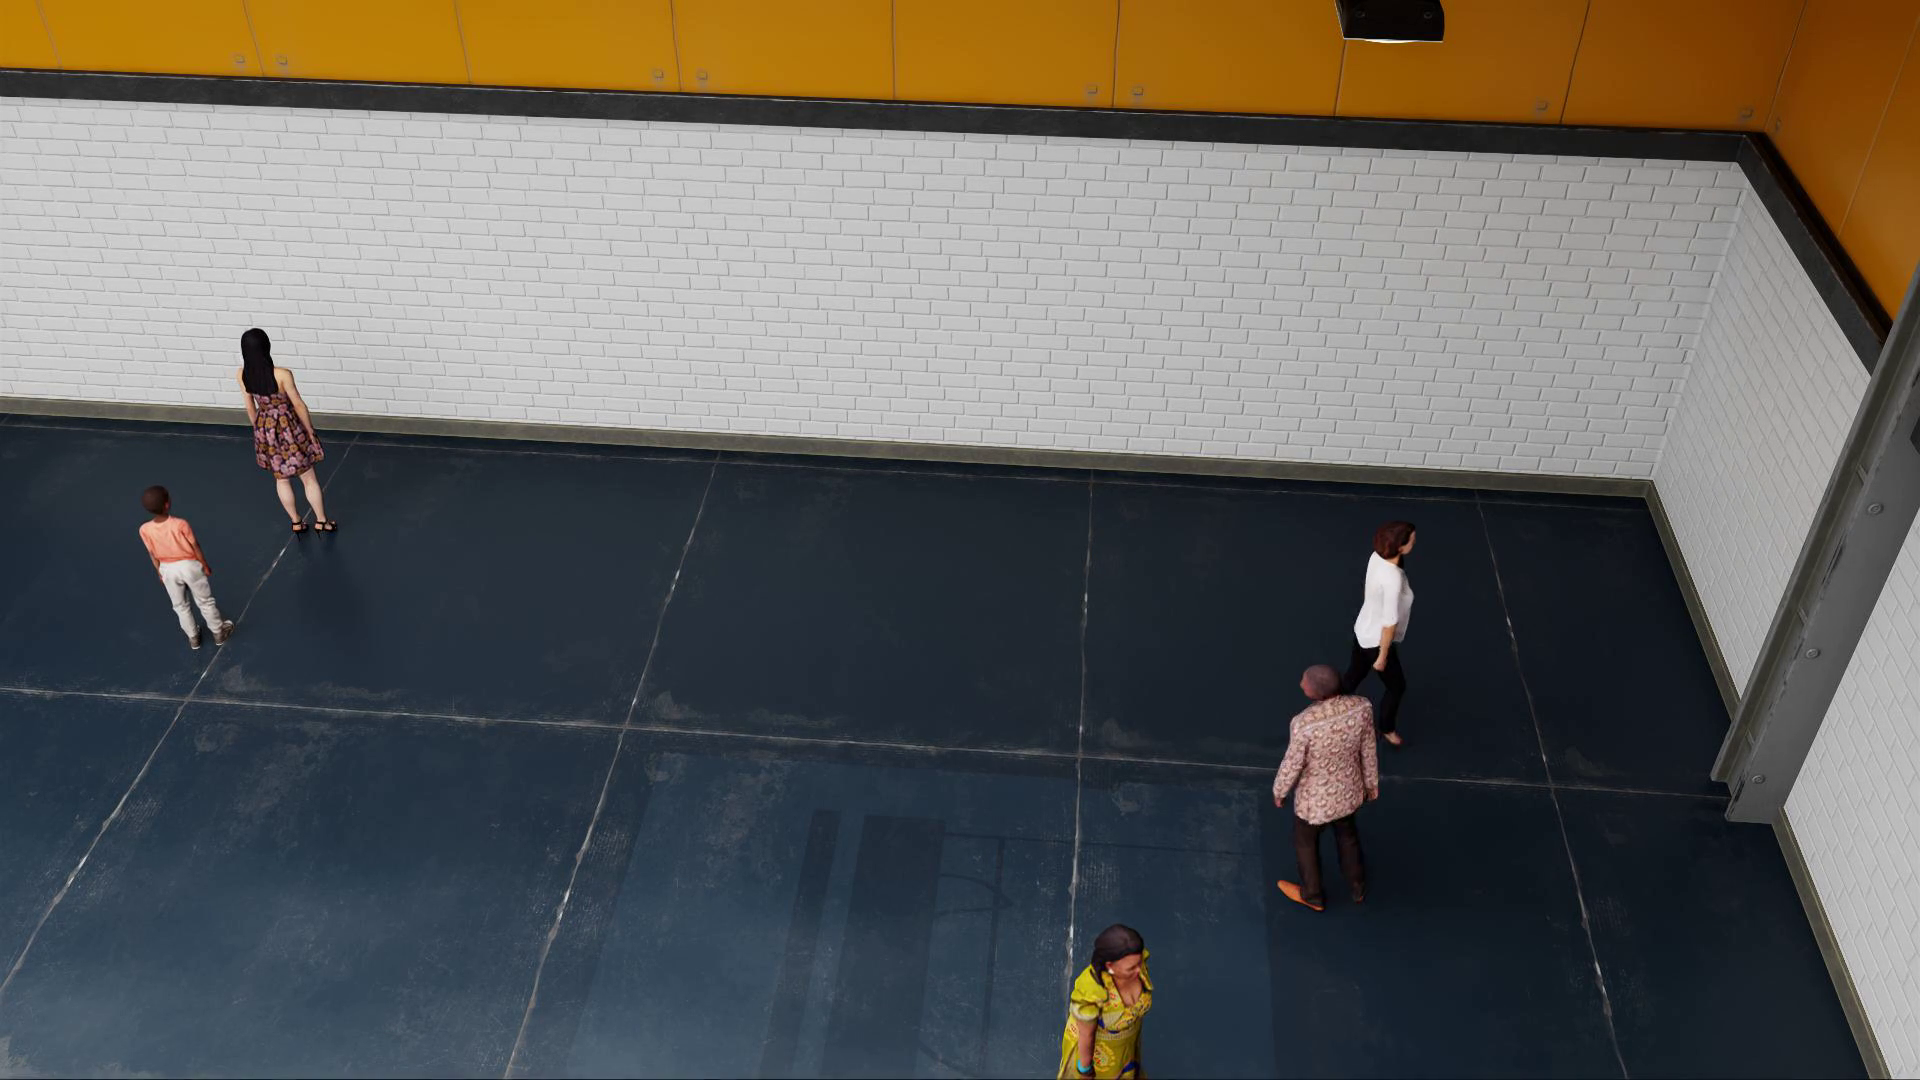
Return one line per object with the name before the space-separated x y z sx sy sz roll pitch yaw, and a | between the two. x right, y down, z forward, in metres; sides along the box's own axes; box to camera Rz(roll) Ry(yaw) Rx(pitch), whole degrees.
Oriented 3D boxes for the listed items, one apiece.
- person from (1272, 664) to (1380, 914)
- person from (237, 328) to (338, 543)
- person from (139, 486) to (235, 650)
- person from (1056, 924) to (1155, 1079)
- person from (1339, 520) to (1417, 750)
person | 2.107 1.433 9.324 0.934 1.772 0.896 -6 39 -7
person | -4.905 -0.760 12.069 0.670 1.773 0.674 0 39 0
person | -5.268 0.191 11.248 0.540 1.310 0.544 -7 39 -9
person | 0.713 2.443 8.151 1.041 1.657 0.939 28 46 30
person | 2.500 0.614 10.340 0.740 1.782 0.721 -1 39 -2
